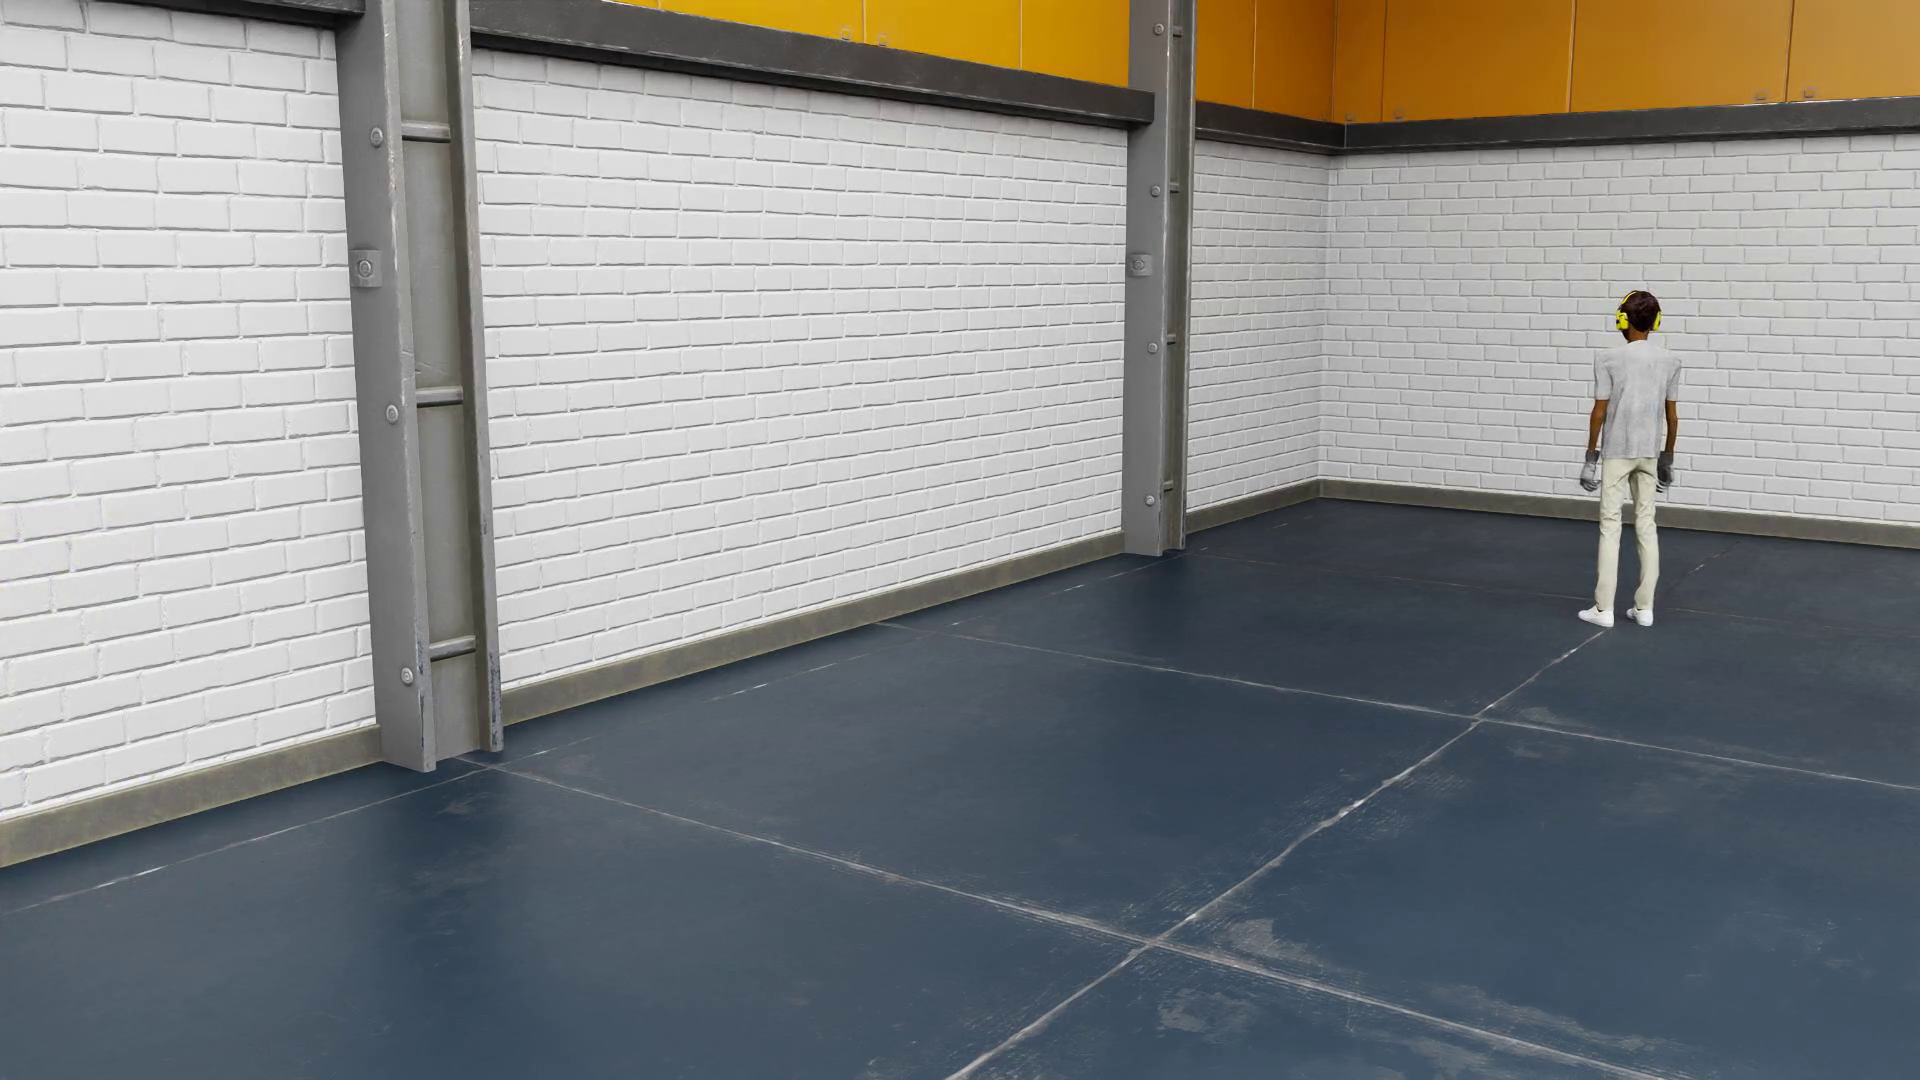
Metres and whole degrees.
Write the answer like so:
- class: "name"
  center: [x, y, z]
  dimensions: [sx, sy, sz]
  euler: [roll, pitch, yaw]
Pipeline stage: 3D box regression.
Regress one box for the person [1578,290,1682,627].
- class: "person"
  center: [3.711, -0.441, 9.223]
  dimensions: [0.514, 1.860, 0.311]
  euler: [-1, 10, -6]
